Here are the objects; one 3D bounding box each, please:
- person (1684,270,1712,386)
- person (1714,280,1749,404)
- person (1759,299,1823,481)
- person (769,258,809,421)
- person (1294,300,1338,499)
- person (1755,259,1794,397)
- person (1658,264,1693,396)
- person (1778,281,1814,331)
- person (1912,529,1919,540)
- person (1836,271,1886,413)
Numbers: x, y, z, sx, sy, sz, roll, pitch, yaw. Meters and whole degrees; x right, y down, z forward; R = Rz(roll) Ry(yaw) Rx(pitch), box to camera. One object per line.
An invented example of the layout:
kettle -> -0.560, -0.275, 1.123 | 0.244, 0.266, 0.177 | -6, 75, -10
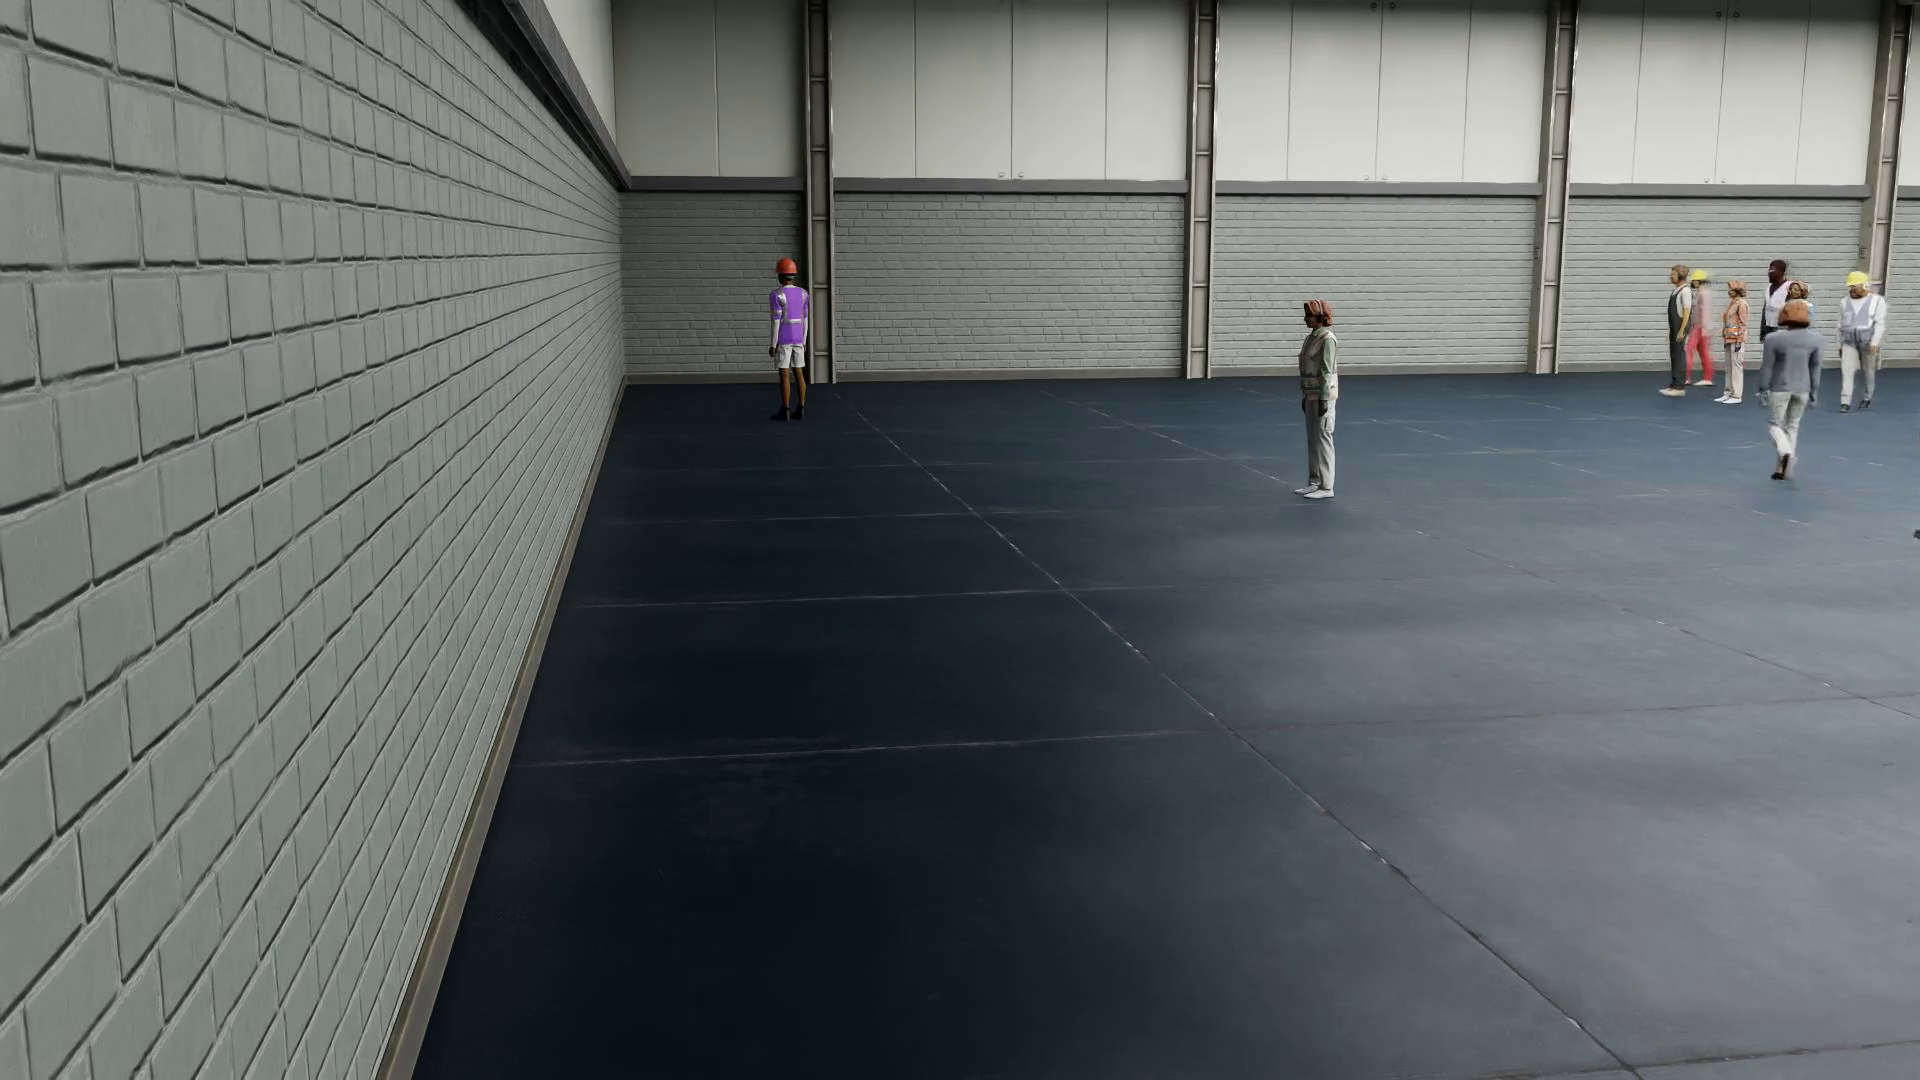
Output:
person -> 11.013, -3.175, 24.977 | 0.725, 1.737, 0.546 | 2, 10, 14
person -> 10.300, -2.627, 22.130 | 0.307, 1.636, 0.525 | 1, 10, 7
person -> 7.235, -1.285, 14.475 | 0.503, 1.616, 0.605 | 1, 10, 5
person -> -2.064, -2.395, 19.915 | 0.545, 1.942, 0.354 | -10, 14, -44
person -> 2.941, -1.153, 13.670 | 0.315, 1.629, 0.509 | -2, 10, -10
person -> 11.310, -2.924, 23.052 | 0.443, 1.906, 0.620 | -1, 10, -8
person -> 10.054, -2.934, 23.299 | 0.326, 1.843, 0.515 | 2, 10, 9
person -> 10.770, -2.518, 21.482 | 0.309, 1.645, 0.514 | -4, 11, -21
person -> 6.846, -0.763, 10.985 | 0.842, 1.777, 0.590 | 2, 10, 12
person -> 11.412, -2.515, 21.081 | 0.581, 1.786, 0.924 | 9, 13, 42
